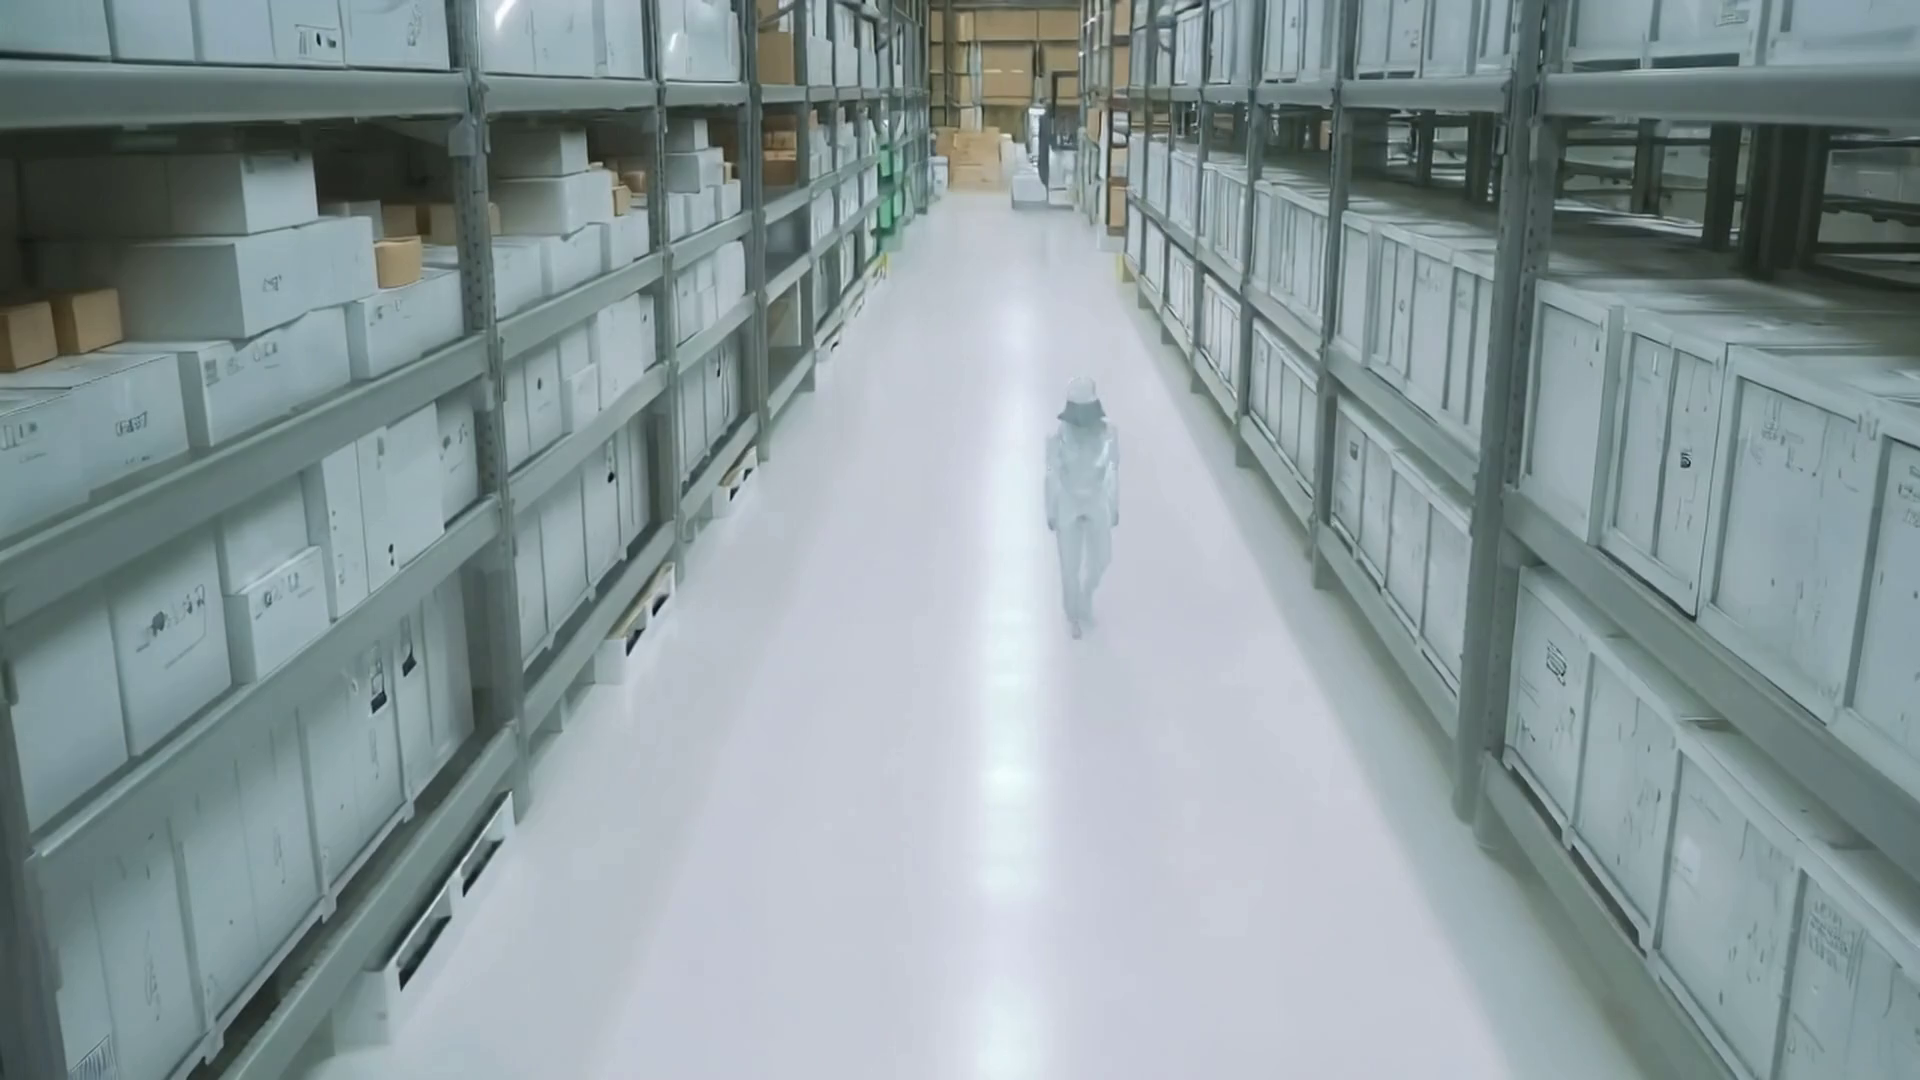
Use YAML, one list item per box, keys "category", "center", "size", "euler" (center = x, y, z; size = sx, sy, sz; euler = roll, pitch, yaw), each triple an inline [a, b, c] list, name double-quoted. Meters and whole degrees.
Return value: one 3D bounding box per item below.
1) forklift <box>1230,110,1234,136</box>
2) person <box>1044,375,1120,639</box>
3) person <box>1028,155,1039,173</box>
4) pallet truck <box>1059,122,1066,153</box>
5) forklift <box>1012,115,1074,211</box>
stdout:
- category: "forklift"
  center: [10.820, -15.525, 65.556]
  size: [1.873, 2.768, 1.129]
  euler: [0, 15, 2]
- category: "person"
  center: [0.788, -0.222, 10.798]
  size: [0.498, 1.726, 0.413]
  euler: [-1, 15, -5]
- category: "person"
  center: [2.333, -11.182, 51.805]
  size: [0.386, 1.609, 0.657]
  euler: [-2, 15, -9]
- category: "pallet truck"
  center: [5.788, -21.111, 88.014]
  size: [1.885, 1.965, 0.823]
  euler: [5, 16, 18]
- category: "forklift"
  center: [2.502, -11.339, 49.981]
  size: [1.873, 2.768, 1.129]
  euler: [0, 15, 2]
